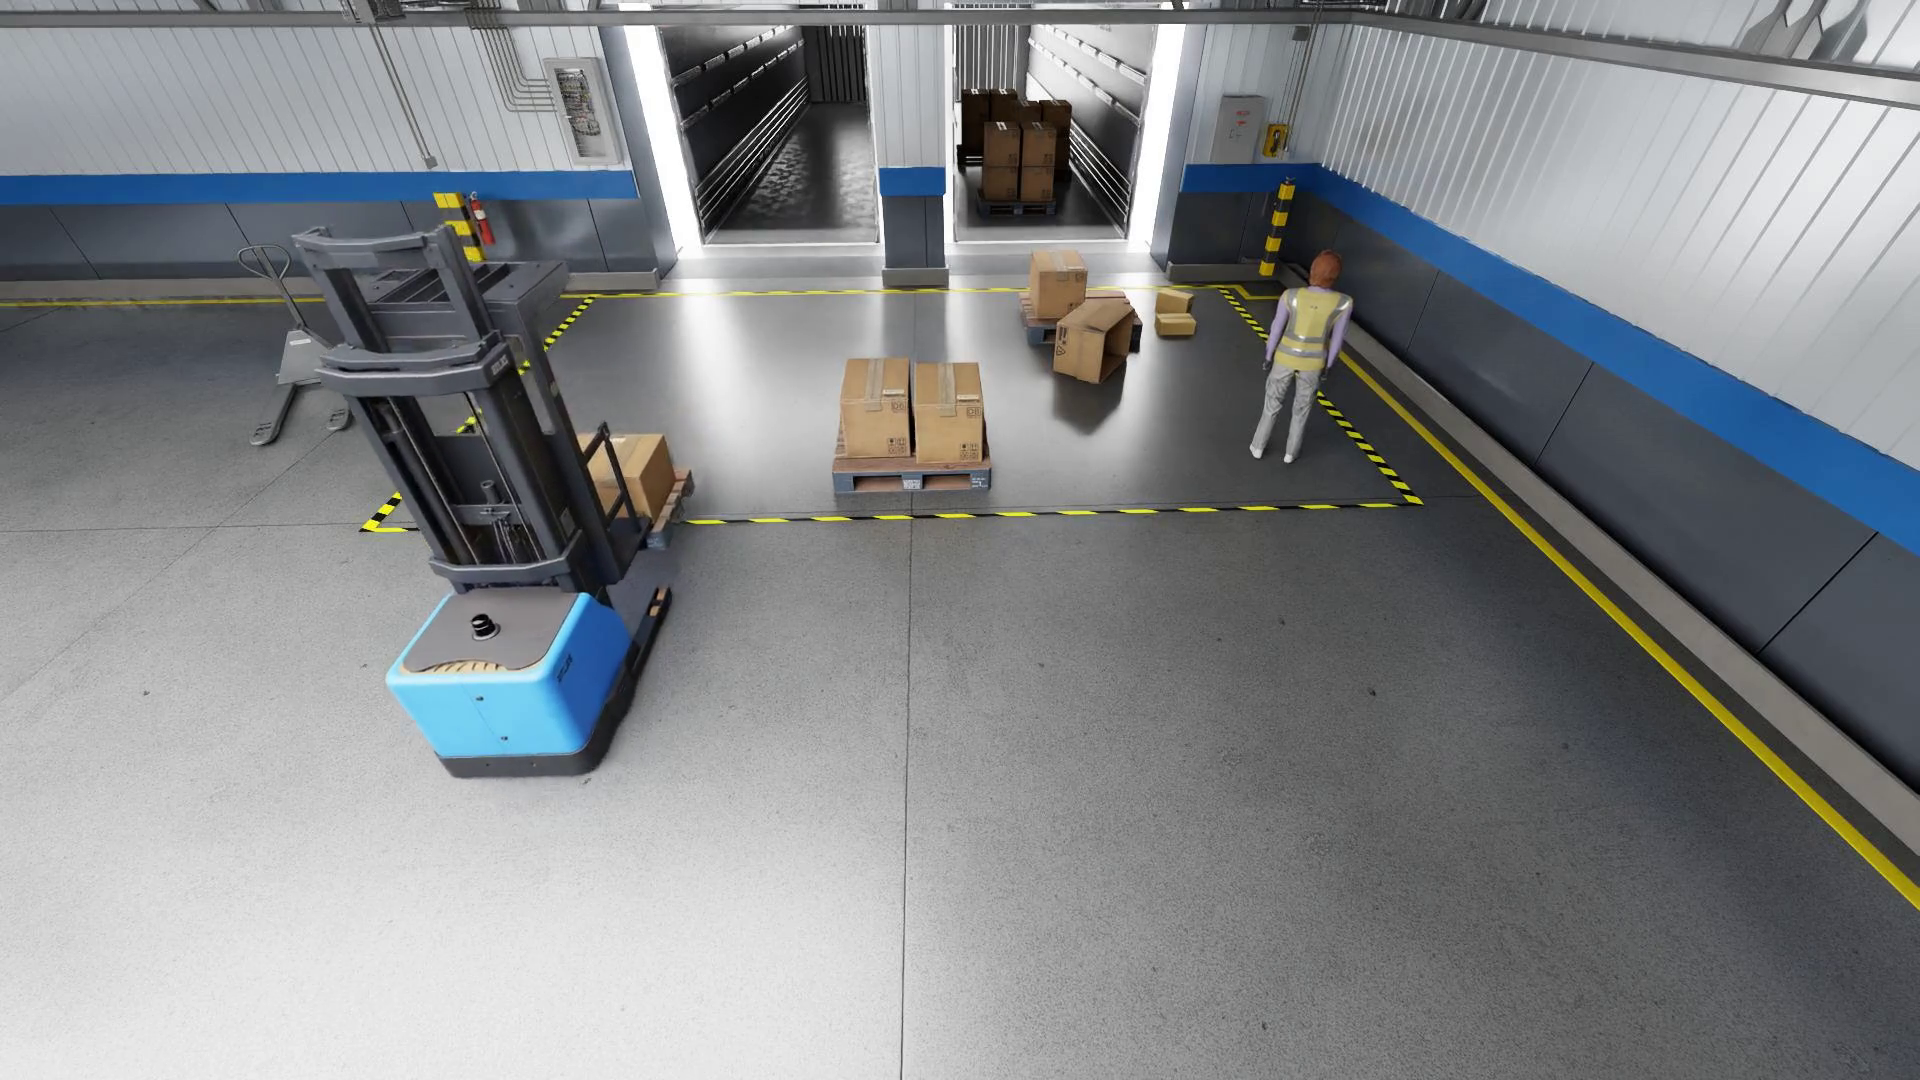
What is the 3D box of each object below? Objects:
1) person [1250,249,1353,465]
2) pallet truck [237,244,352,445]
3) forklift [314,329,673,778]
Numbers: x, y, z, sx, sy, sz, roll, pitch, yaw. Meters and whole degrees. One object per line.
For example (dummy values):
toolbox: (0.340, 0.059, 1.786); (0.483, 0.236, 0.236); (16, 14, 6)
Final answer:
person: (2.548, -1.329, 5.531); (0.514, 1.641, 0.313); (15, 41, 18)
pallet truck: (-5.915, -1.733, 6.366); (0.680, 1.201, 1.601); (-18, 42, -21)
forklift: (-2.181, 0.136, 3.364); (0.716, 2.013, 0.776); (-1, 38, -1)
